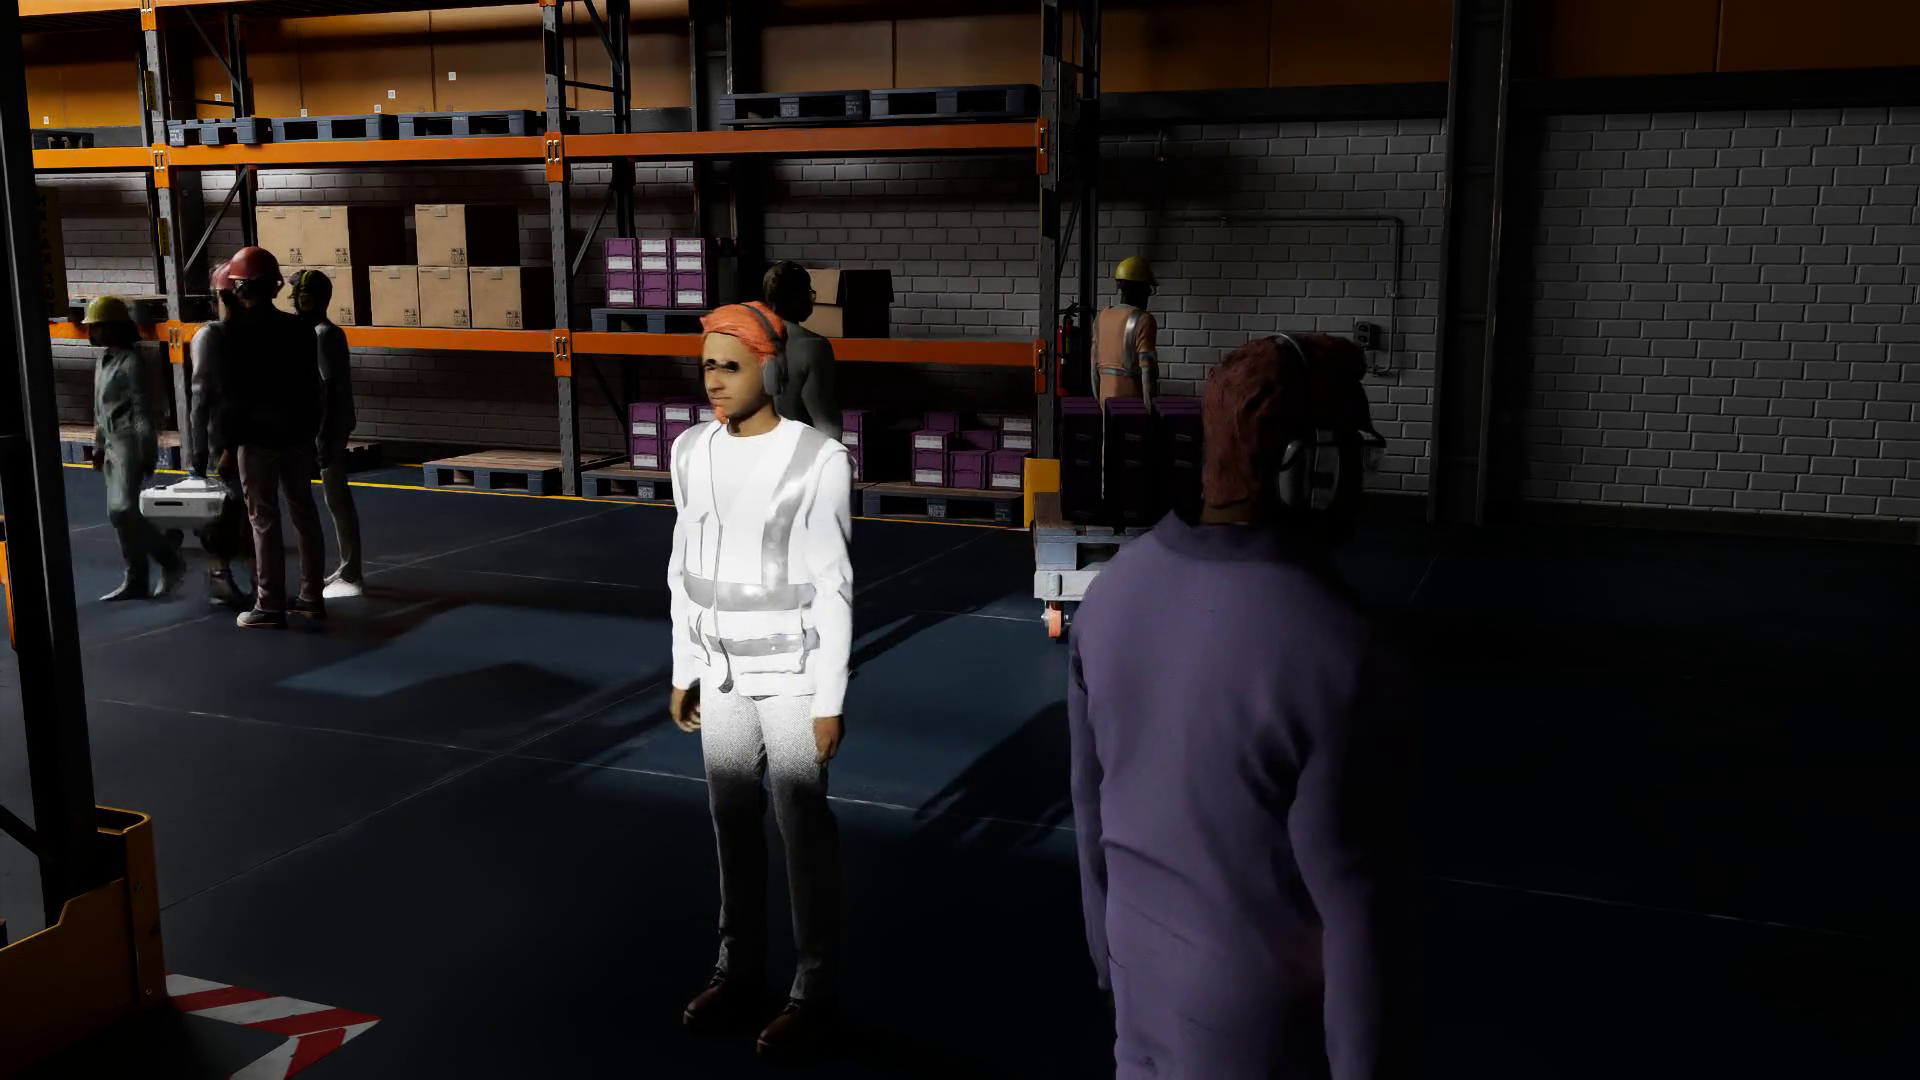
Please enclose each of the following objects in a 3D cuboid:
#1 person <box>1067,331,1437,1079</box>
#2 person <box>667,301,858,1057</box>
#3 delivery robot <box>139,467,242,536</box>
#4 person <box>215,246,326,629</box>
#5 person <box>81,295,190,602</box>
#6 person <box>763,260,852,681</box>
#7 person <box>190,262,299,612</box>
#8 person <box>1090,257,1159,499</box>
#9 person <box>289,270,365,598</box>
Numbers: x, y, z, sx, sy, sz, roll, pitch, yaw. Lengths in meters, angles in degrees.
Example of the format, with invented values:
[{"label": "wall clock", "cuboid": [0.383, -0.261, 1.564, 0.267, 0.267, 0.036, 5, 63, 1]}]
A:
[{"label": "person", "cuboid": [0.420, 0.667, 2.320, 0.403, 1.906, 0.651, -5, 12, -28]}, {"label": "person", "cuboid": [-0.502, 0.346, 4.191, 0.578, 1.879, 0.350, 7, 12, 34]}, {"label": "delivery robot", "cuboid": [-4.950, -0.232, 10.832, 0.707, 0.478, 0.477, 1, 10, 3]}, {"label": "person", "cuboid": [-3.625, -0.530, 8.735, 0.378, 1.996, 0.611, 5, 12, 28]}, {"label": "person", "cuboid": [-4.686, -0.502, 9.317, 0.354, 1.733, 0.495, -10, 14, -44]}, {"label": "person", "cuboid": [-0.774, -0.290, 7.559, 0.631, 1.940, 0.372, 8, 13, 36]}, {"label": "person", "cuboid": [-3.894, -0.555, 9.086, 0.716, 1.914, 0.585, 2, 10, 10]}, {"label": "person", "cuboid": [1.108, -0.901, 11.008, 0.383, 1.923, 0.588, -7, 12, -34]}, {"label": "person", "cuboid": [-3.612, -0.594, 9.482, 0.325, 1.858, 0.516, -3, 11, -14]}]
